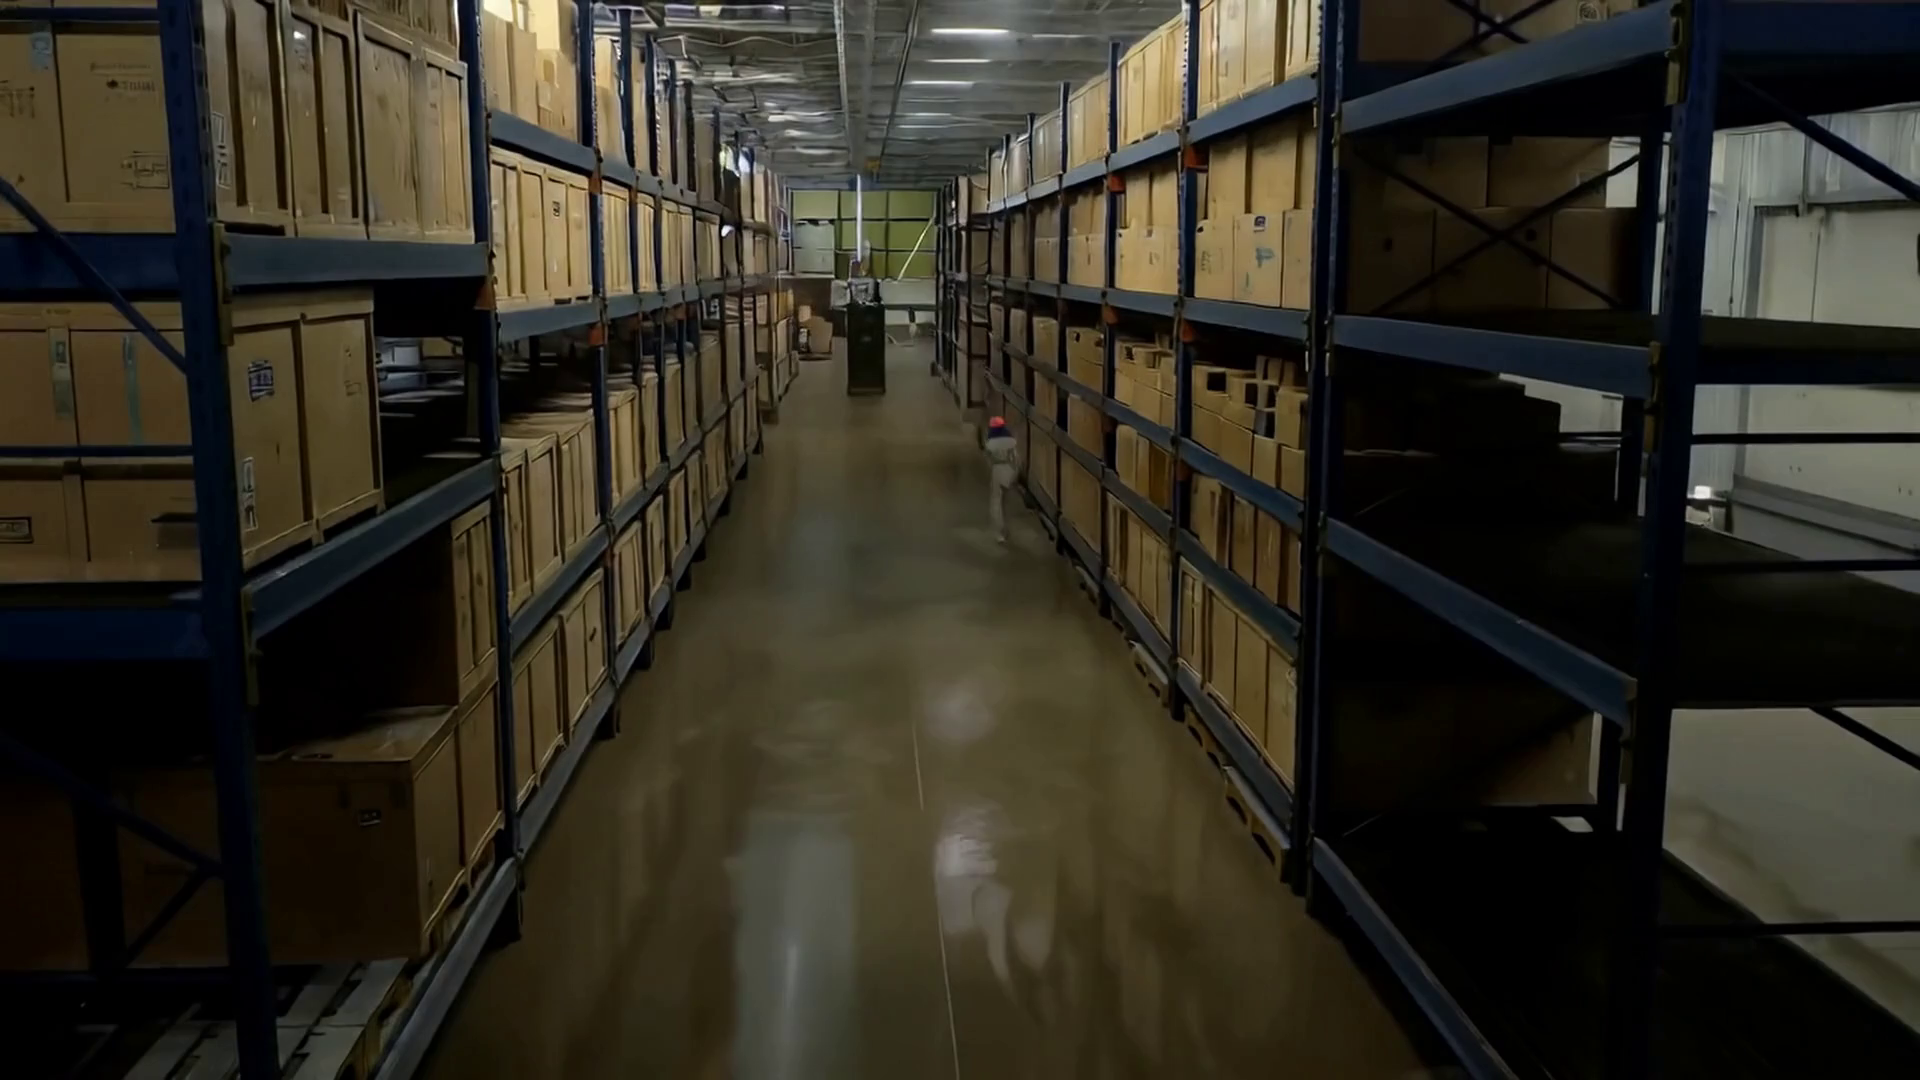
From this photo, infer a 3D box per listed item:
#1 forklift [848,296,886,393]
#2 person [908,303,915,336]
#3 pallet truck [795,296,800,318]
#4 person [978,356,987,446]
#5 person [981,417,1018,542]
[{"bbox_3d":[-2.761,-5.784,49.018,1.129,2.768,1.873,-1,10,-3],"label":"forklift"},{"bbox_3d":[-2.516,-11.500,86.727,0.320,1.686,0.539,5,11,26],"label":"person"},{"bbox_3d":[-8.622,-12.439,91.403,1.885,1.965,0.823,2,10,13],"label":"pallet truck"},{"bbox_3d":[0.591,-2.888,34.670,0.511,1.890,0.644,-1,10,-5],"label":"person"},{"bbox_3d":[0.551,-0.844,23.026,0.506,1.688,0.839,0,10,0],"label":"person"}]
